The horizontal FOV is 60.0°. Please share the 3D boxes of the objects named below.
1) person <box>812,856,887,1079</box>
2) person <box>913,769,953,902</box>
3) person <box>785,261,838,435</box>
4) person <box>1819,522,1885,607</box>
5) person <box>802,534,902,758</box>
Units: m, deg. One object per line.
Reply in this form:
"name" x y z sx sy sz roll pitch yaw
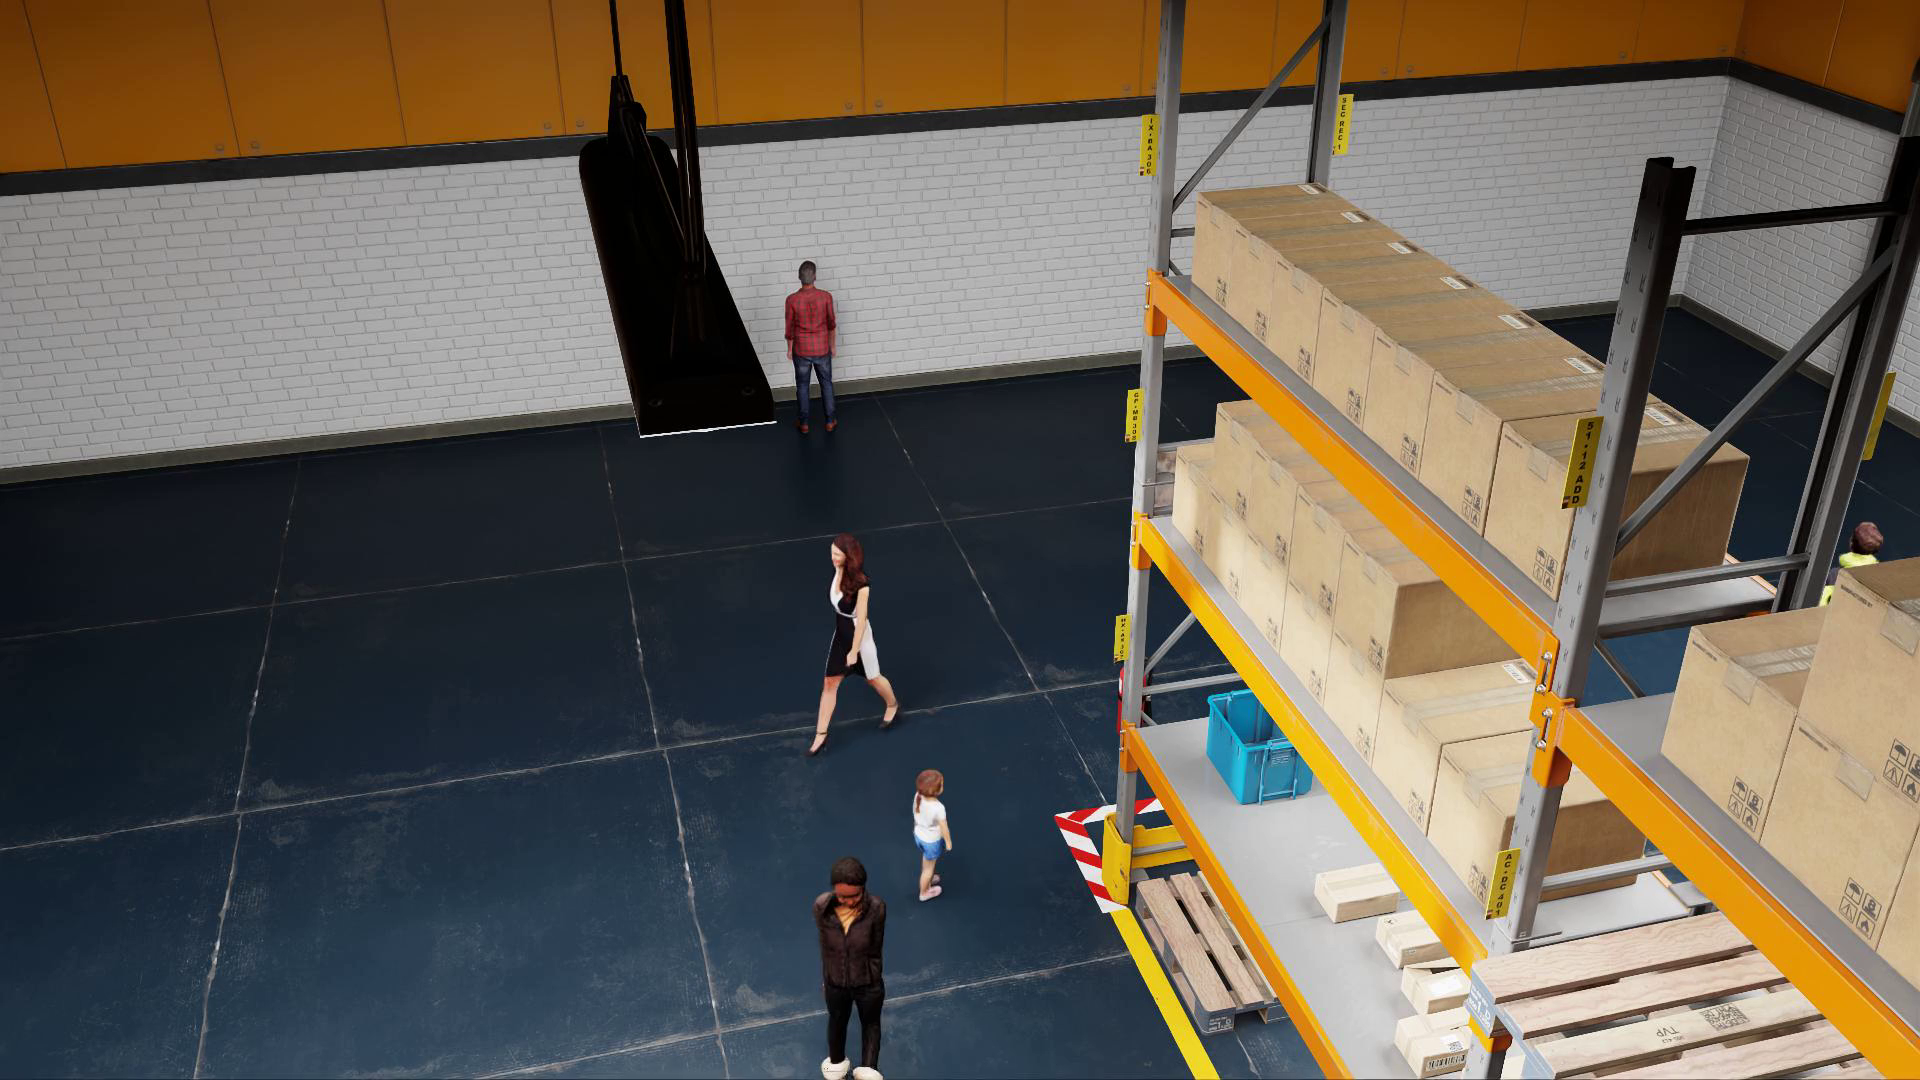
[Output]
"person" -0.612 2.501 9.100 0.770 1.658 0.928 1 29 2
"person" -0.240 1.930 10.821 0.558 1.012 0.469 -21 35 -34
"person" -1.530 -1.988 17.150 0.705 1.831 0.573 -4 29 -8
"person" 6.282 0.805 11.885 0.885 1.969 0.921 0 29 1
"person" -0.706 0.750 12.218 0.996 1.748 1.128 -24 37 -37
